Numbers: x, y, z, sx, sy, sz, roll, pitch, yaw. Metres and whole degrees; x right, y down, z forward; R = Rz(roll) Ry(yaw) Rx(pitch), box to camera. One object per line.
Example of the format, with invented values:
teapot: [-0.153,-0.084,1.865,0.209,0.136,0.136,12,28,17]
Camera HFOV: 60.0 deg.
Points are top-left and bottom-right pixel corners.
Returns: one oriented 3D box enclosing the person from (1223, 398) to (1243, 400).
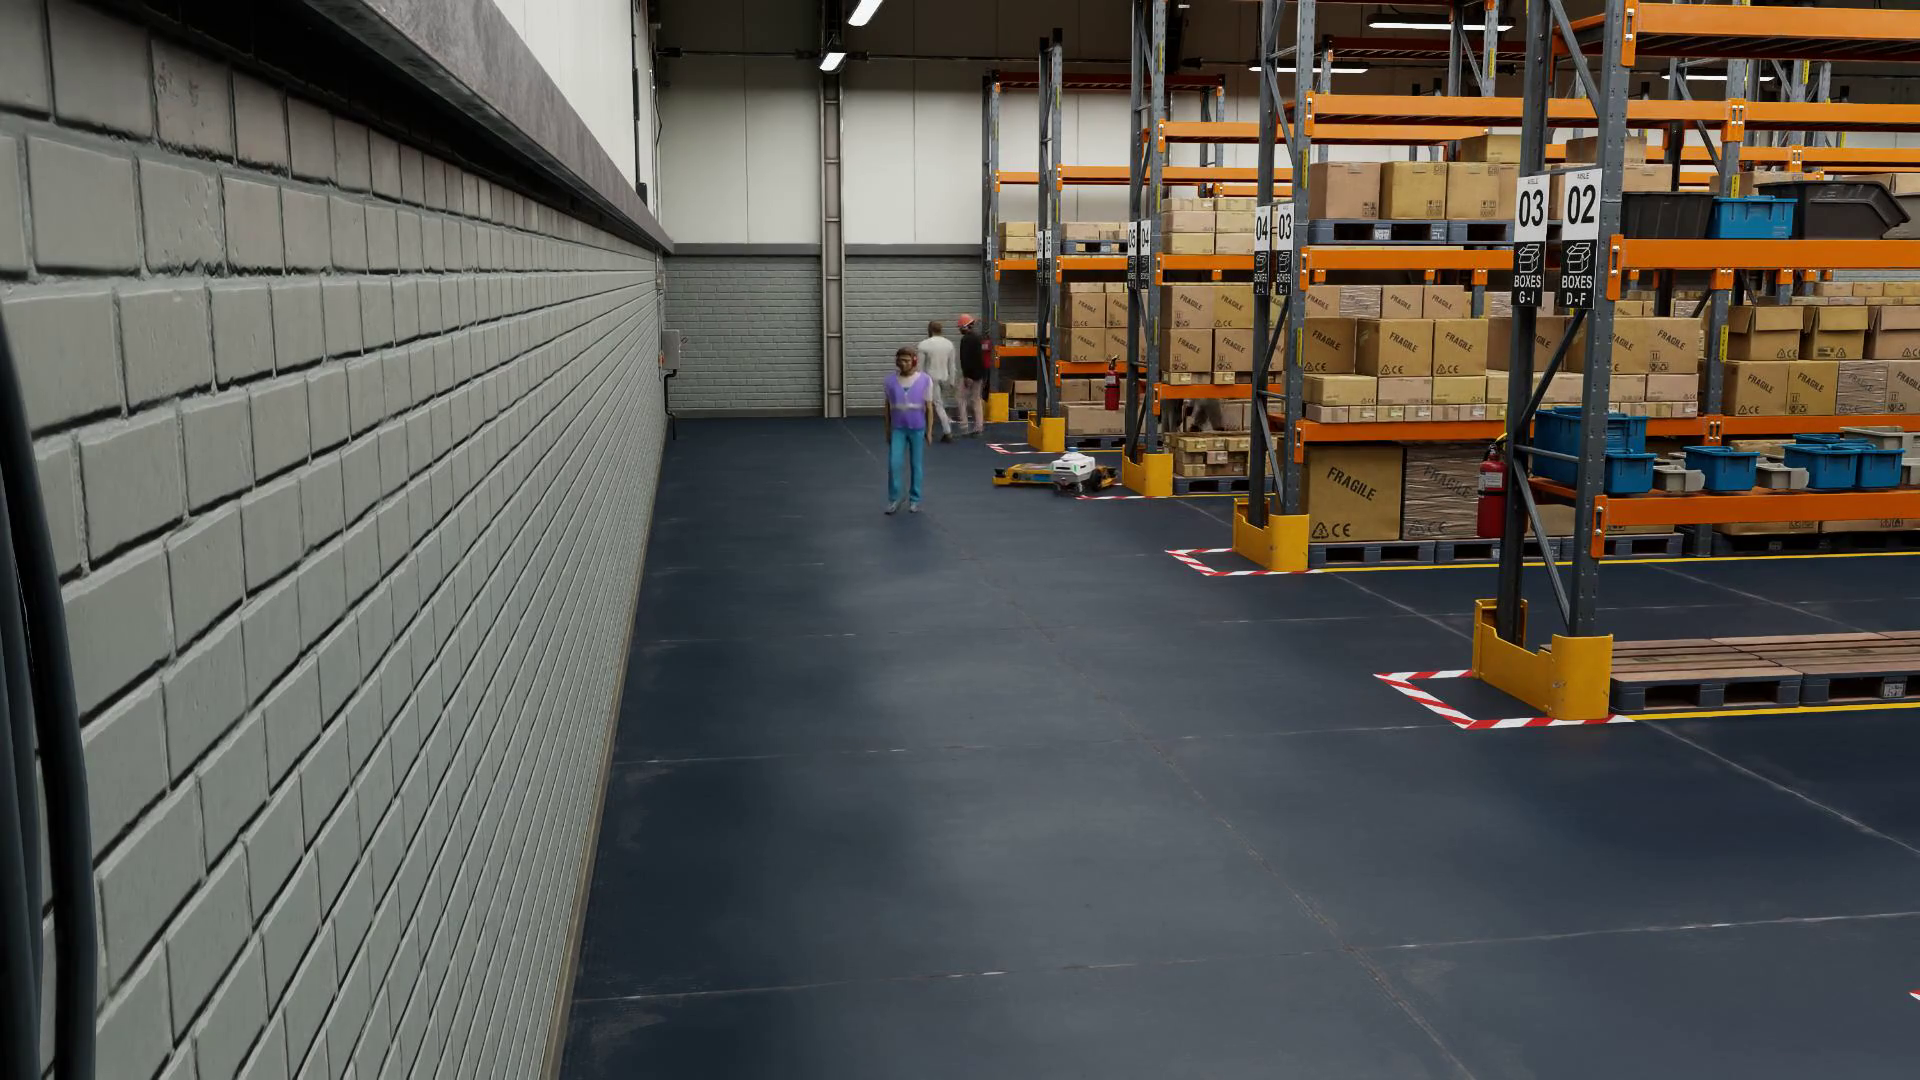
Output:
person: [4.474,-2.798,27.403,0.545,2.000,0.707,0,9,-1]

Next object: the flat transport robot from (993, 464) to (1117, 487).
flat transport robot: [1.174,-0.804,20.550,1.431,0.197,0.652,3,10,15]

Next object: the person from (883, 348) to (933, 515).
person: [-0.579,-1.166,18.051,0.572,1.815,0.798,1,9,8]

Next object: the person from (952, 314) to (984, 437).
person: [0.123,-2.614,26.512,0.640,1.955,0.628,5,11,29]

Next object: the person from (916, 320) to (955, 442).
person: [-0.355,-2.468,25.841,0.633,1.903,1.002,-7,12,-37]

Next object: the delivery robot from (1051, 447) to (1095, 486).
delivery robot: [1.342,-0.860,19.731,0.477,0.478,0.707,4,10,24]

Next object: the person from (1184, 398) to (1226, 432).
person: [3.085,-1.748,21.128,1.066,1.971,0.643,1,9,4]

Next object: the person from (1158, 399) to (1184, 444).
person: [2.599,-1.611,20.656,0.333,1.860,0.510,-4,10,-25]
